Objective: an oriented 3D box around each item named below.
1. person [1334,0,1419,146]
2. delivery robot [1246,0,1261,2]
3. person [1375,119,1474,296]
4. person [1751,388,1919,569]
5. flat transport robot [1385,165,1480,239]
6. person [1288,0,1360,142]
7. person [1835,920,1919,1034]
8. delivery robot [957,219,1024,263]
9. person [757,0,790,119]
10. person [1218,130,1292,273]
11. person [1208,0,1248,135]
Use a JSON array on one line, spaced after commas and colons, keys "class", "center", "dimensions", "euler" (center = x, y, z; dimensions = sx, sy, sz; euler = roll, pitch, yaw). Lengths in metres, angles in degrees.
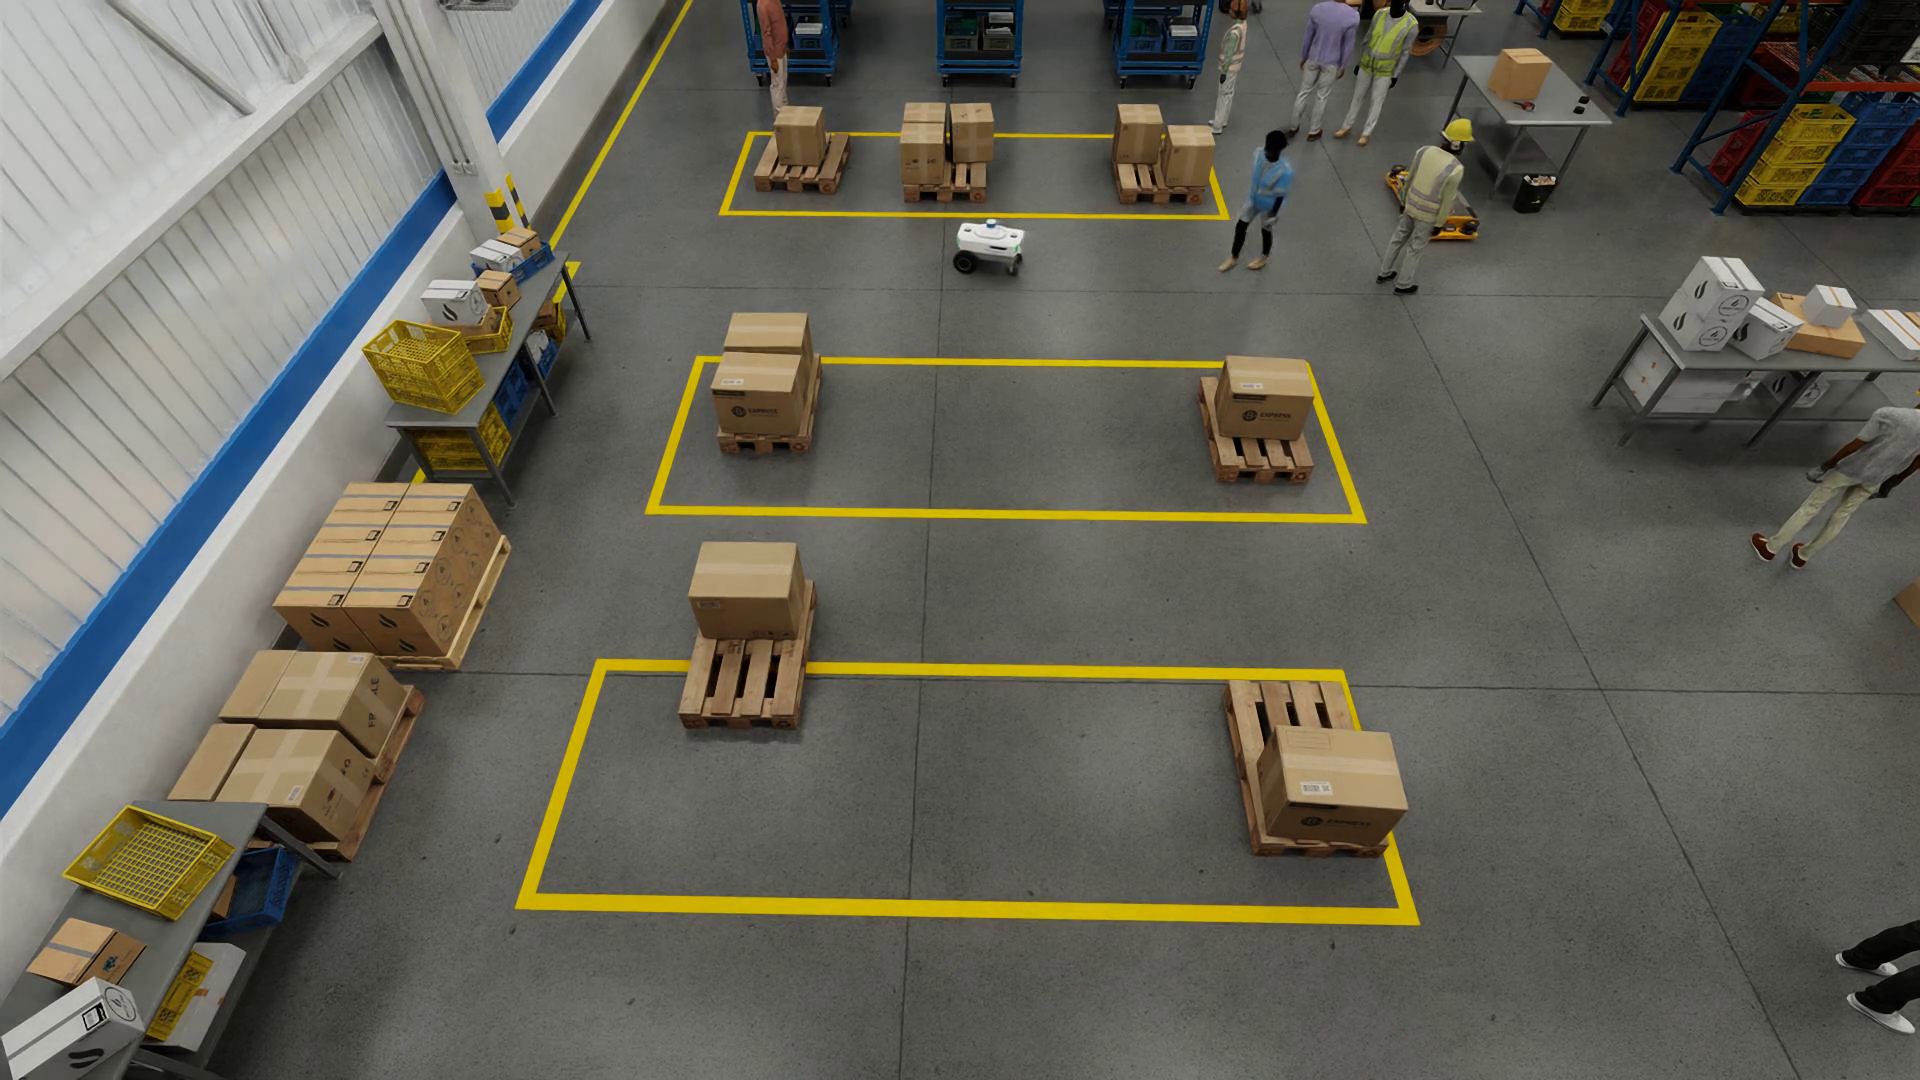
[{"class": "person", "center": [5.325, -6.011, 11.687], "dimensions": [0.621, 1.844, 0.429], "euler": [37, 58, 27]}, {"class": "delivery robot", "center": [4.689, -9.125, 15.167], "dimensions": [0.707, 0.478, 0.477], "euler": [6, 49, 5]}, {"class": "person", "center": [4.788, -3.411, 9.444], "dimensions": [0.404, 1.829, 0.591], "euler": [-19, 52, -16]}, {"class": "person", "center": [6.765, -0.500, 6.898], "dimensions": [0.534, 1.869, 0.311], "euler": [17, 51, 15]}, {"class": "flat transport robot", "center": [5.692, -4.094, 11.059], "dimensions": [0.652, 0.197, 1.431], "euler": [1, 49, 1]}, {"class": "person", "center": [4.645, -6.121, 11.719], "dimensions": [0.631, 1.940, 0.372], "euler": [26, 54, 21]}, {"class": "person", "center": [5.335, 2.007, 4.700], "dimensions": [0.392, 1.914, 0.592], "euler": [17, 51, 14]}, {"class": "delivery robot", "center": [0.338, -3.305, 10.130], "dimensions": [0.707, 0.478, 0.477], "euler": [11, 50, 9]}, {"class": "person", "center": [-2.364, -6.352, 11.882], "dimensions": [0.382, 1.995, 0.612], "euler": [4, 49, 4]}, {"class": "person", "center": [3.186, -3.546, 9.675], "dimensions": [0.707, 1.640, 0.555], "euler": [-27, 54, -22]}, {"class": "person", "center": [3.506, -6.155, 11.950], "dimensions": [0.313, 1.634, 0.514], "euler": [19, 52, 16]}]
